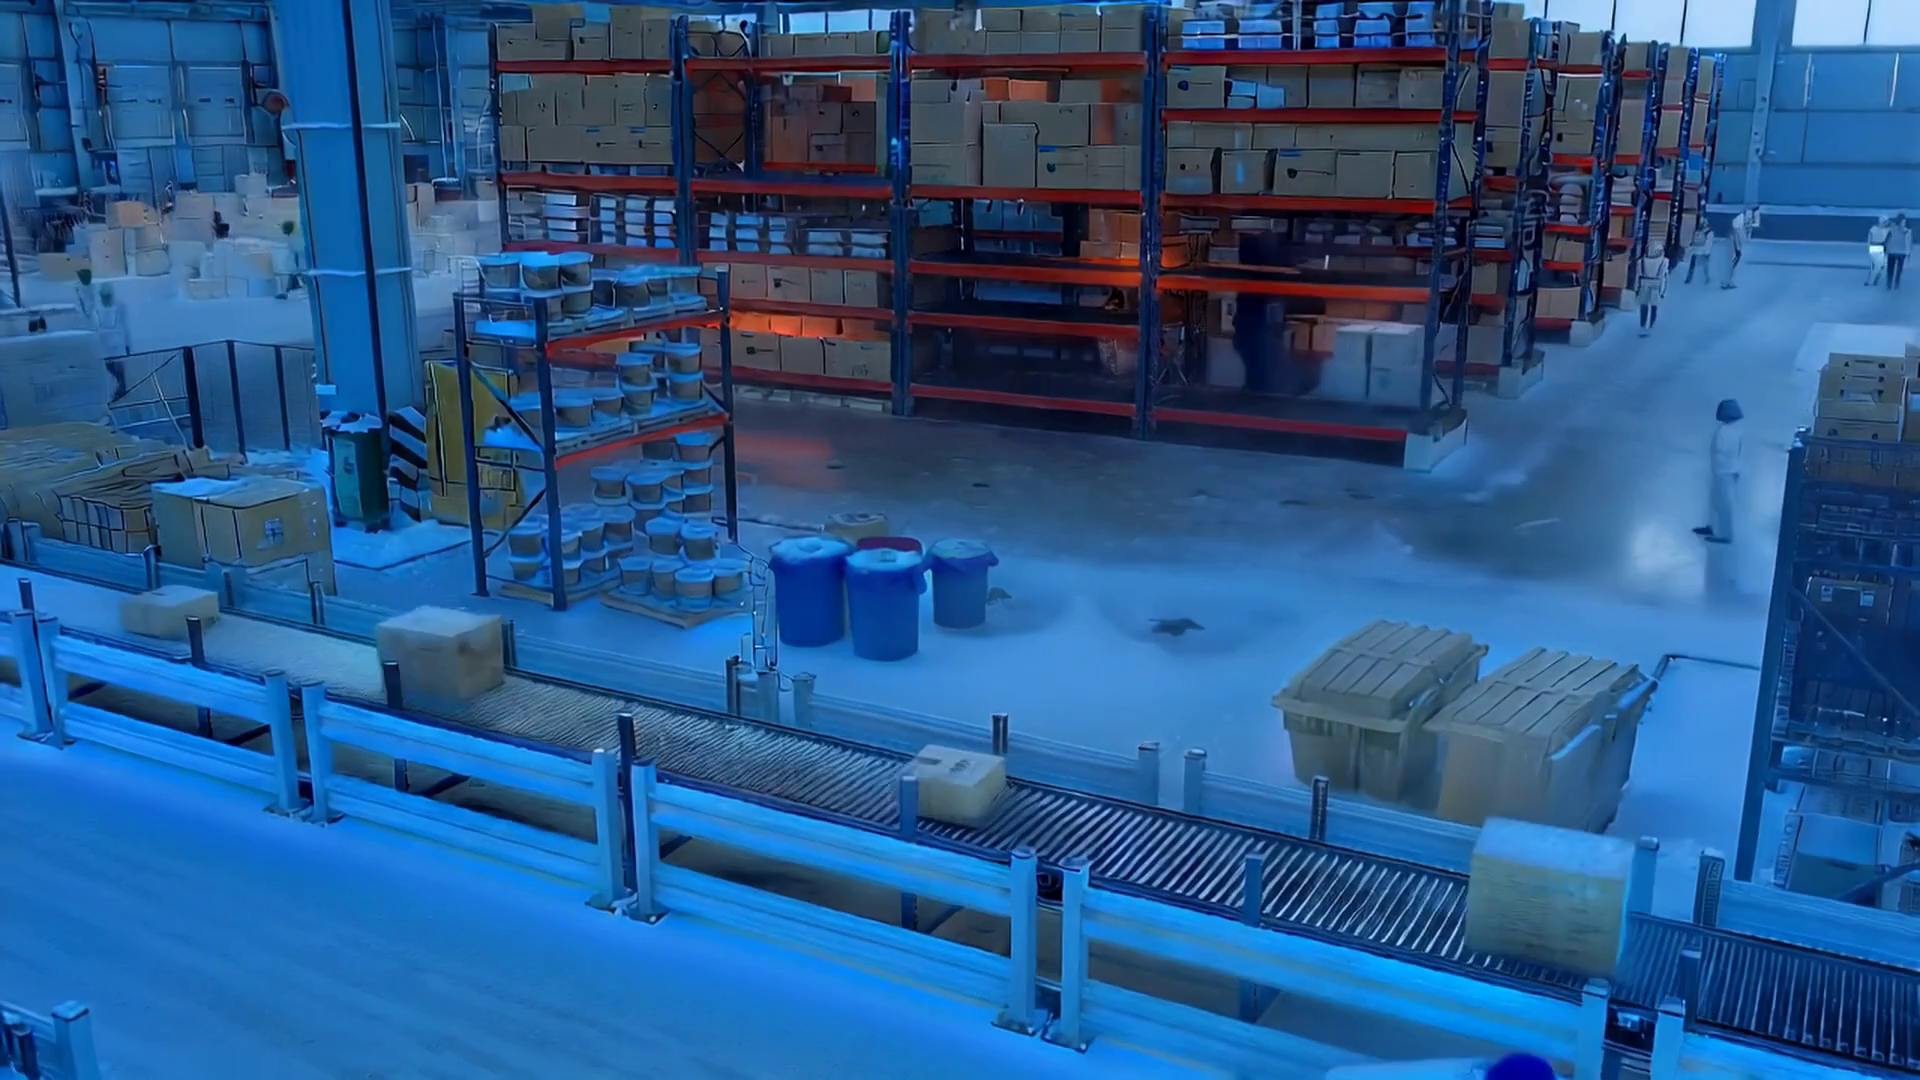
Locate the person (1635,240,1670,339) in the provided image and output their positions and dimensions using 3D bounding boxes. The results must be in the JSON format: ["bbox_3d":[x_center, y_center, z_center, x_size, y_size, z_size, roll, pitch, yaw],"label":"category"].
[{"bbox_3d":[14.250,-5.173,34.246,0.622,2.003,1.026,7,16,25],"label":"person"}]

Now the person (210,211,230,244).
[{"bbox_3d":[-19.502,-7.718,43.954,0.384,1.918,0.596,6,16,23],"label":"person"}]

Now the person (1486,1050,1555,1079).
[{"bbox_3d":[1.908,2.563,5.770,0.537,1.666,0.564,4,15,15],"label":"person"}]

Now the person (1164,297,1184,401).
[{"bbox_3d":[3.475,-3.114,27.075,0.318,1.697,0.535,-3,15,-11],"label":"person"}]

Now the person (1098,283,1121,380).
[{"bbox_3d":[2.514,-3.605,28.520,0.403,1.904,0.651,-3,15,-11],"label":"person"}]

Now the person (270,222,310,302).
[{"bbox_3d":[-16.223,-6.717,40.186,0.996,1.911,0.635,-7,16,-24],"label":"person"}]

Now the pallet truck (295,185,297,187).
[{"bbox_3d":[-26.804,-14.617,69.738,1.885,1.965,0.823,-14,20,-42],"label":"pallet truck"}]

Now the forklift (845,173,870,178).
[{"bbox_3d":[-3.491,-11.519,56.403,1.129,2.768,1.873,11,19,36],"label":"forklift"}]

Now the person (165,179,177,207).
[{"bbox_3d":[-32.193,-13.945,67.988,0.527,1.583,0.885,7,16,24],"label":"person"}]

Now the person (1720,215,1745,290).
[{"bbox_3d":[19.931,-7.386,42.770,0.636,1.900,0.397,-13,20,-40],"label":"person"}]

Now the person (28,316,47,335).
[{"bbox_3d":[-13.126,-2.253,23.586,0.920,1.831,0.518,-13,20,-40],"label":"person"}]

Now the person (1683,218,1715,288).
[{"bbox_3d":[19.249,-7.450,43.197,0.976,1.803,0.627,-11,19,-37],"label":"person"}]

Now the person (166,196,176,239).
[{"bbox_3d":[-23.943,-9.552,50.895,0.569,1.884,0.977,7,17,26],"label":"person"}]

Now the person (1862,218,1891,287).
[{"bbox_3d":[23.978,-7.527,43.502,0.697,1.776,0.982,14,20,42],"label":"person"}]

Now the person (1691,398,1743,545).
[{"bbox_3d":[8.347,-0.767,18.400,0.586,1.617,0.501,14,20,41],"label":"person"}]

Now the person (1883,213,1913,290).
[{"bbox_3d":[24.046,-7.400,42.698,0.630,1.950,0.979,8,17,28],"label":"person"}]

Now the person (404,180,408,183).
[{"bbox_3d":[-22.909,-14.146,68.300,0.572,1.837,1.004,-11,18,-34],"label":"person"}]

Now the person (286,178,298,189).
[{"bbox_3d":[-24.898,-12.555,62.123,0.644,1.925,0.502,9,18,31],"label":"person"}]

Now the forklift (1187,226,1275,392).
[{"bbox_3d":[4.694,-3.625,26.727,1.873,2.768,1.129,8,17,28],"label":"forklift"}]

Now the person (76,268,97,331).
[{"bbox_3d":[-16.648,-4.326,31.643,0.447,1.689,0.538,-2,15,-7],"label":"person"}]

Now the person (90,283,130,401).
[{"bbox_3d":[-13.834,-3.249,27.158,0.562,1.924,0.699,-2,15,-8],"label":"person"}]
